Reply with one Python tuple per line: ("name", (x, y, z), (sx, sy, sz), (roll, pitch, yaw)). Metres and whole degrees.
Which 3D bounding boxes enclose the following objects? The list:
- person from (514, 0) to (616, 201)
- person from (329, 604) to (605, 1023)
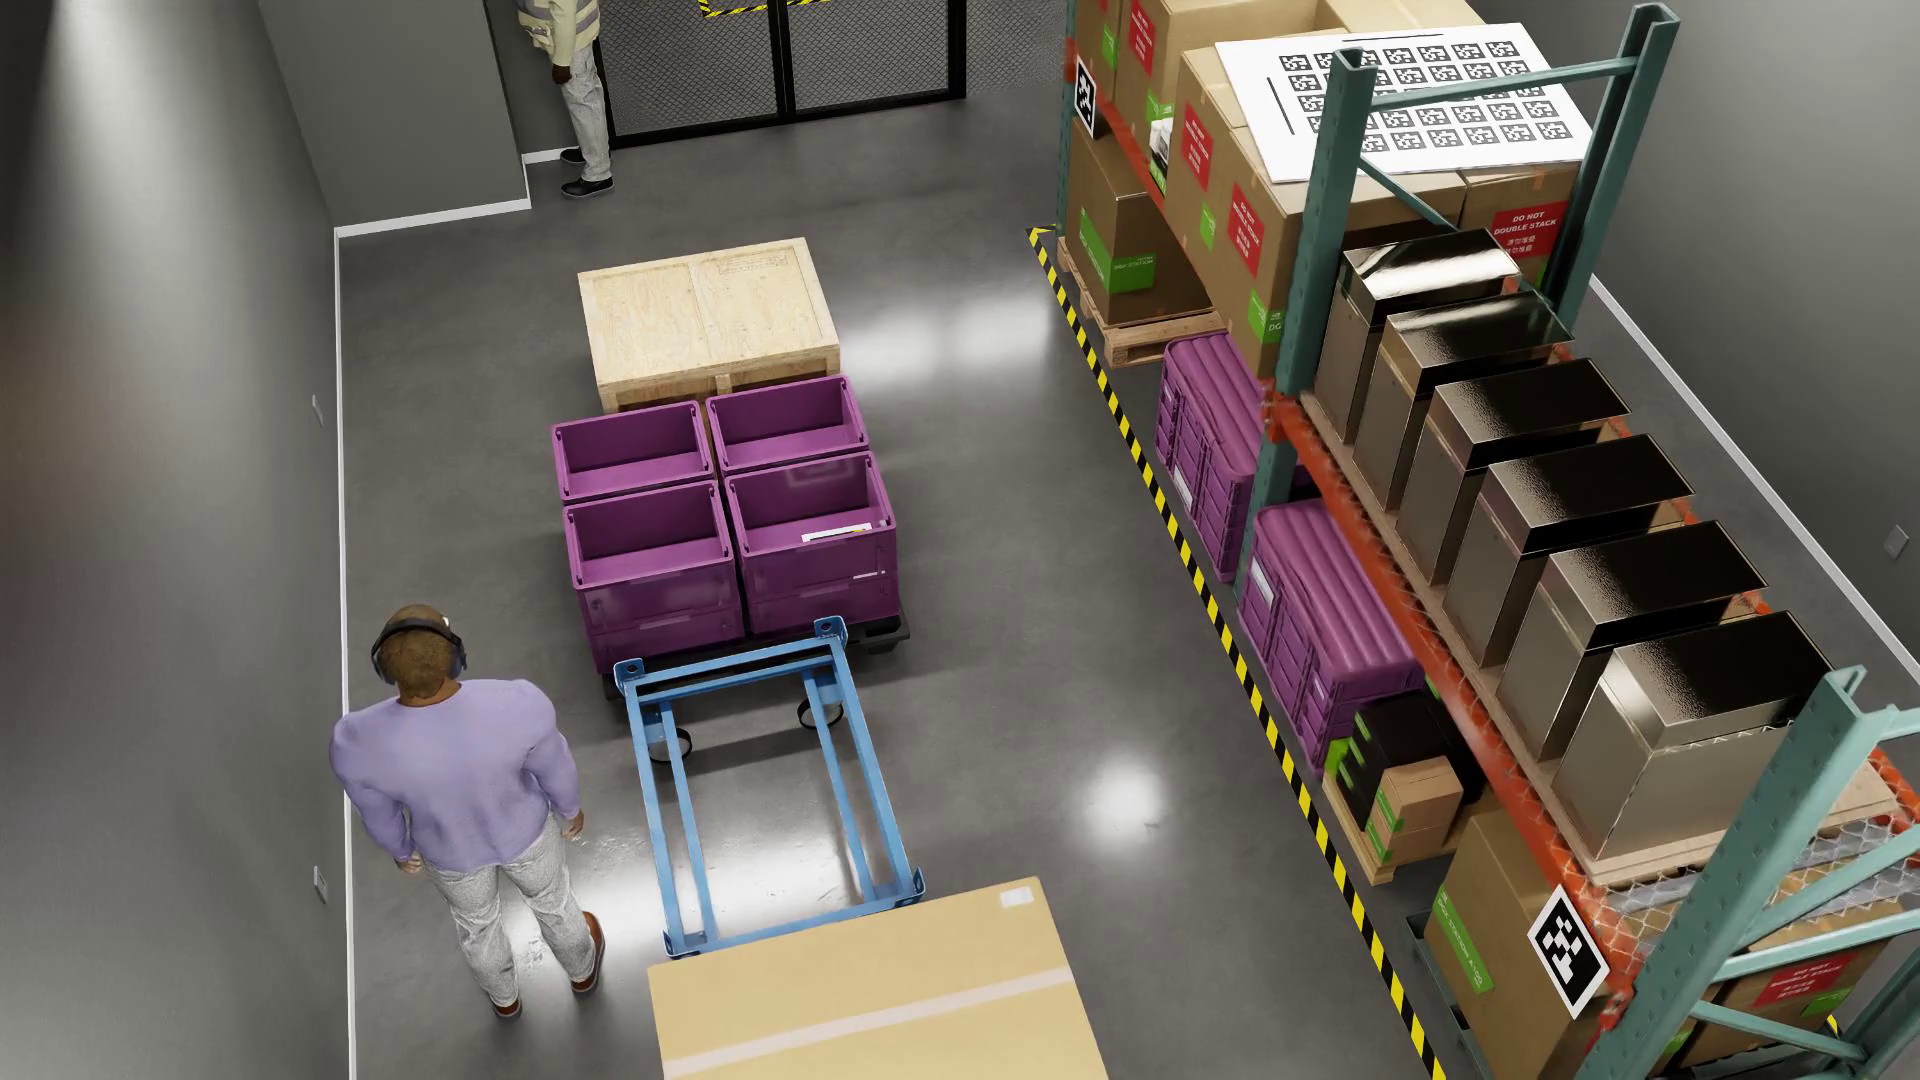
("person", (-1.991, -2.566, 8.314), (0.404, 1.833, 0.590), (-6, 48, -5))
("person", (-1.458, 0.874, 5.084), (0.630, 1.940, 0.372), (-13, 49, -12))
